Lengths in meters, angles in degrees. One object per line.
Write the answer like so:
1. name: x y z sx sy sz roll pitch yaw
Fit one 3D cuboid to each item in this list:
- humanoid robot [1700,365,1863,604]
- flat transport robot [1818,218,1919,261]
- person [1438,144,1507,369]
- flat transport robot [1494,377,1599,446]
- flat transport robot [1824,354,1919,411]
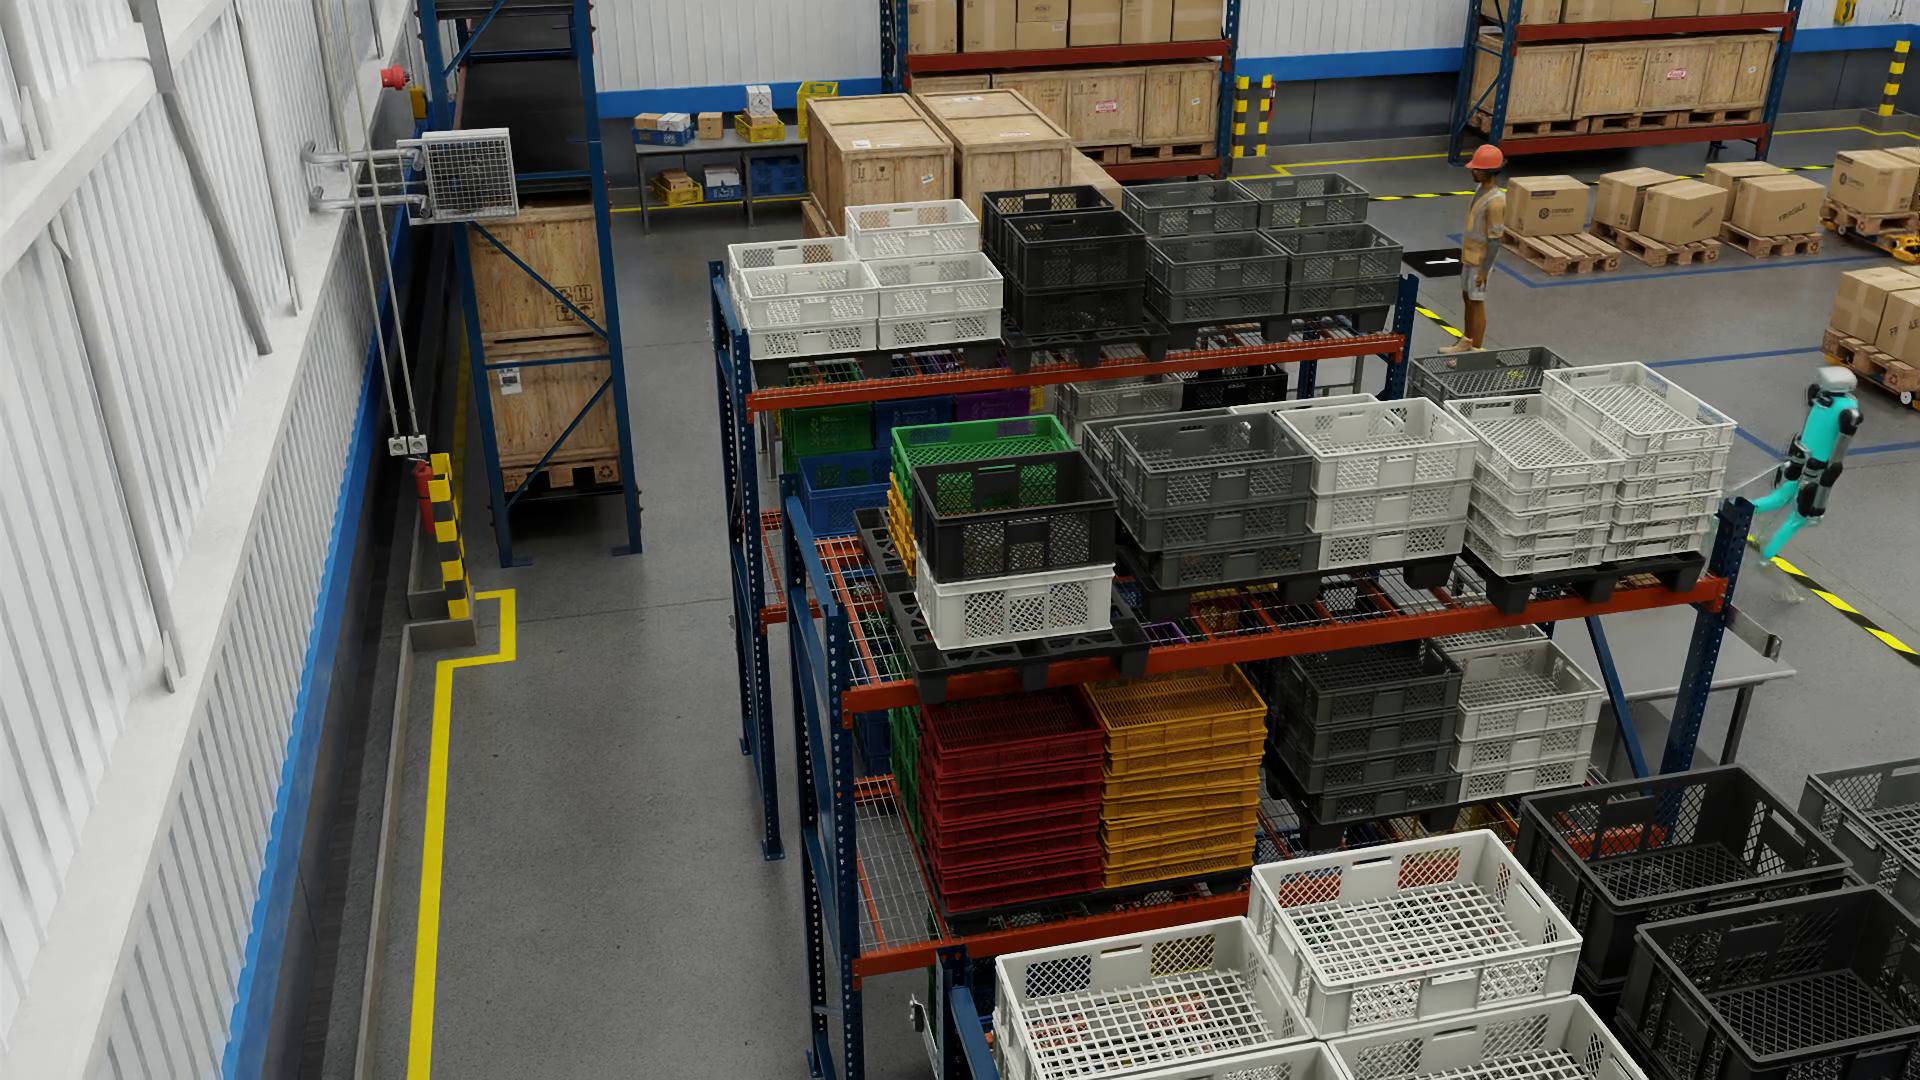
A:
1. humanoid robot: 5.378 -0.305 11.130 1.047 1.787 0.531 -1 28 -1
2. flat transport robot: 10.338 -3.439 18.541 0.652 0.197 1.431 -6 28 -12
3. person: 4.631 -2.537 14.961 0.379 2.039 0.614 1 28 1
4. flat transport robot: 4.780 -1.036 14.013 0.659 0.231 1.431 -6 28 -12
5. flat transport robot: 8.473 -1.467 14.800 0.652 0.197 1.431 -6 28 -12
